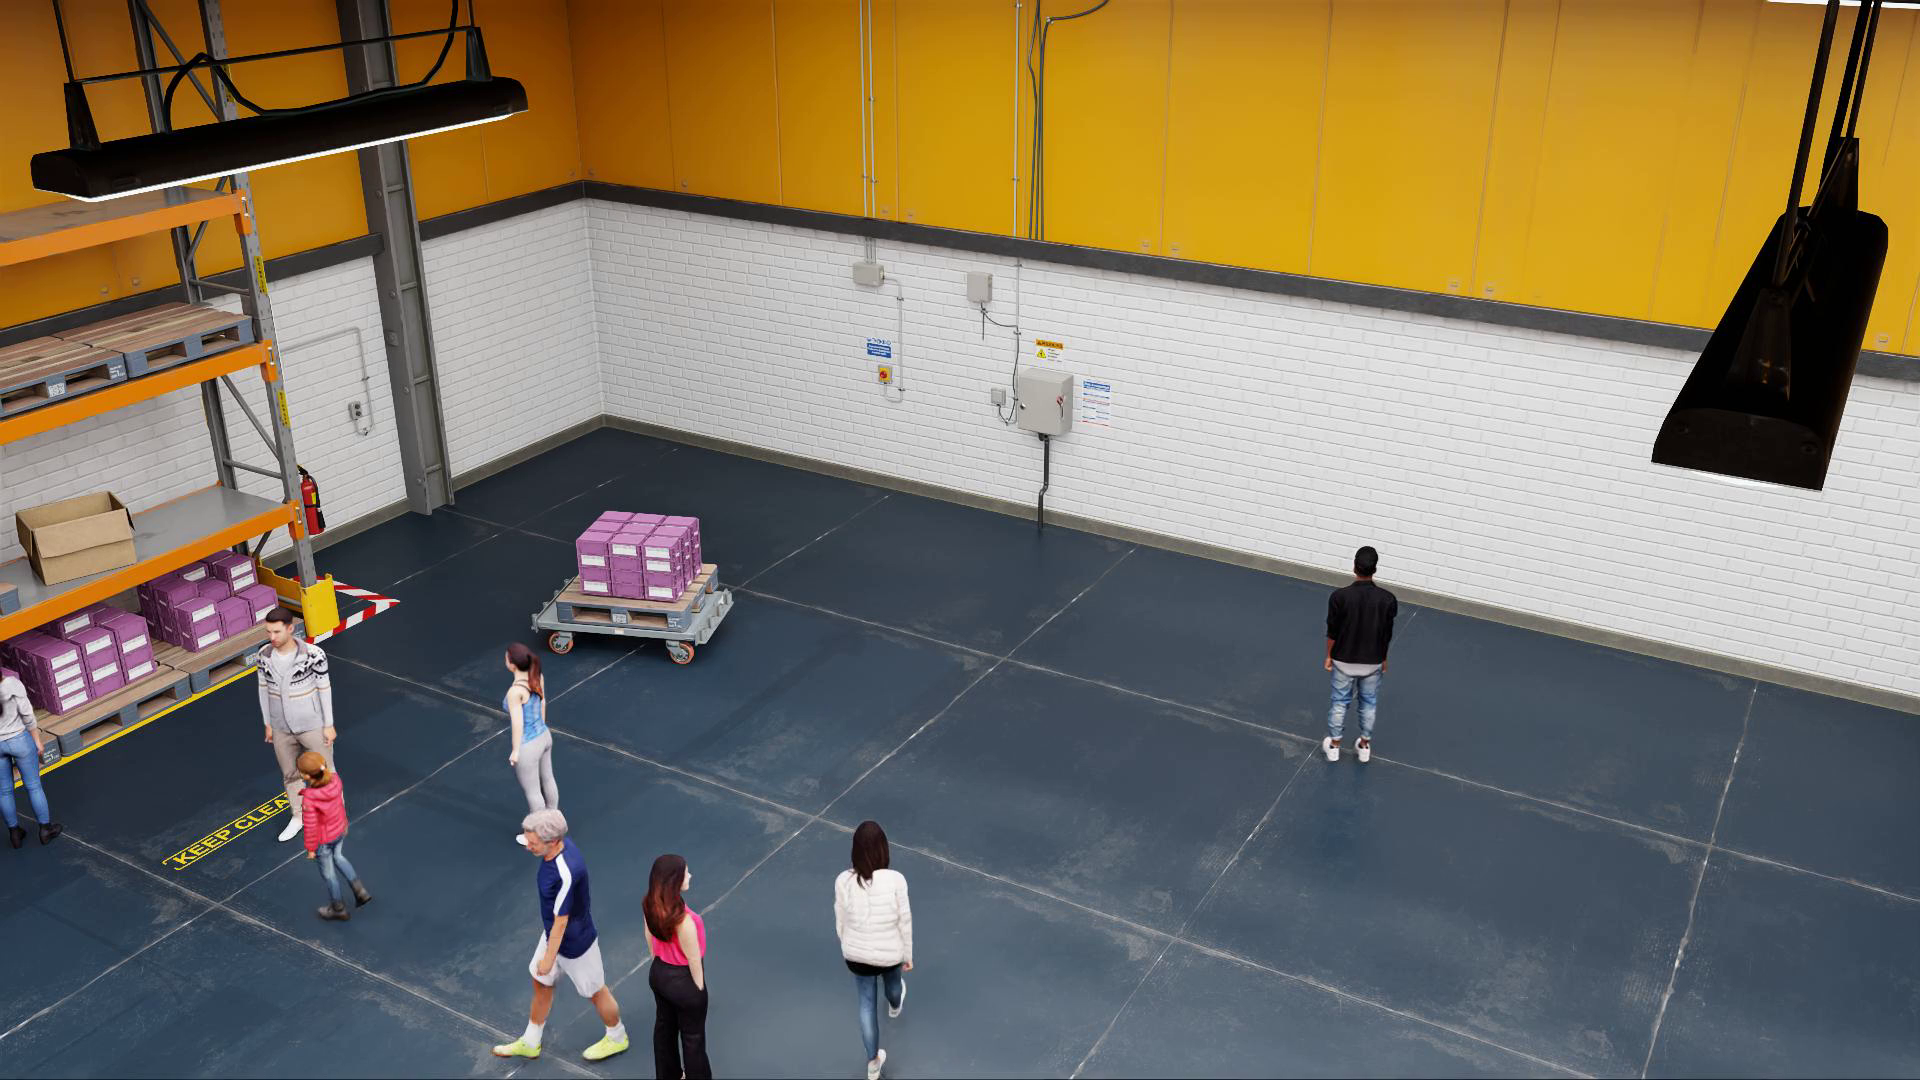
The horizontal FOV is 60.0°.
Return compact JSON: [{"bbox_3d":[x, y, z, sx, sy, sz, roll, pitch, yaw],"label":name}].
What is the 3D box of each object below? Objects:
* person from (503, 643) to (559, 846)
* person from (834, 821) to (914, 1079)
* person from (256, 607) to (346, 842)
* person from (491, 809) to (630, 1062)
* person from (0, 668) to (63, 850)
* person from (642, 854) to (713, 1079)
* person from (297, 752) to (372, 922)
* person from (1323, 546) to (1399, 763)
[{"bbox_3d":[-3.121,1.475,12.096,0.661,1.609,0.528,8,25,17],"label":"person"},{"bbox_3d":[-0.516,2.467,9.837,0.918,1.601,1.114,2,24,4],"label":"person"},{"bbox_3d":[-4.817,1.322,12.133,0.767,1.861,0.741,1,24,3],"label":"person"},{"bbox_3d":[-2.229,2.346,9.873,1.107,1.795,0.931,-13,27,-28],"label":"person"},{"bbox_3d":[-6.895,1.482,12.048,0.674,1.635,0.716,-4,24,-10],"label":"person"},{"bbox_3d":[-1.620,2.542,9.591,0.631,1.661,0.584,20,30,38],"label":"person"},{"bbox_3d":[-4.215,2.012,11.247,0.643,1.306,0.600,8,25,17],"label":"person"},{"bbox_3d":[3.150,0.912,13.137,0.765,1.808,0.726,4,24,9],"label":"person"}]
